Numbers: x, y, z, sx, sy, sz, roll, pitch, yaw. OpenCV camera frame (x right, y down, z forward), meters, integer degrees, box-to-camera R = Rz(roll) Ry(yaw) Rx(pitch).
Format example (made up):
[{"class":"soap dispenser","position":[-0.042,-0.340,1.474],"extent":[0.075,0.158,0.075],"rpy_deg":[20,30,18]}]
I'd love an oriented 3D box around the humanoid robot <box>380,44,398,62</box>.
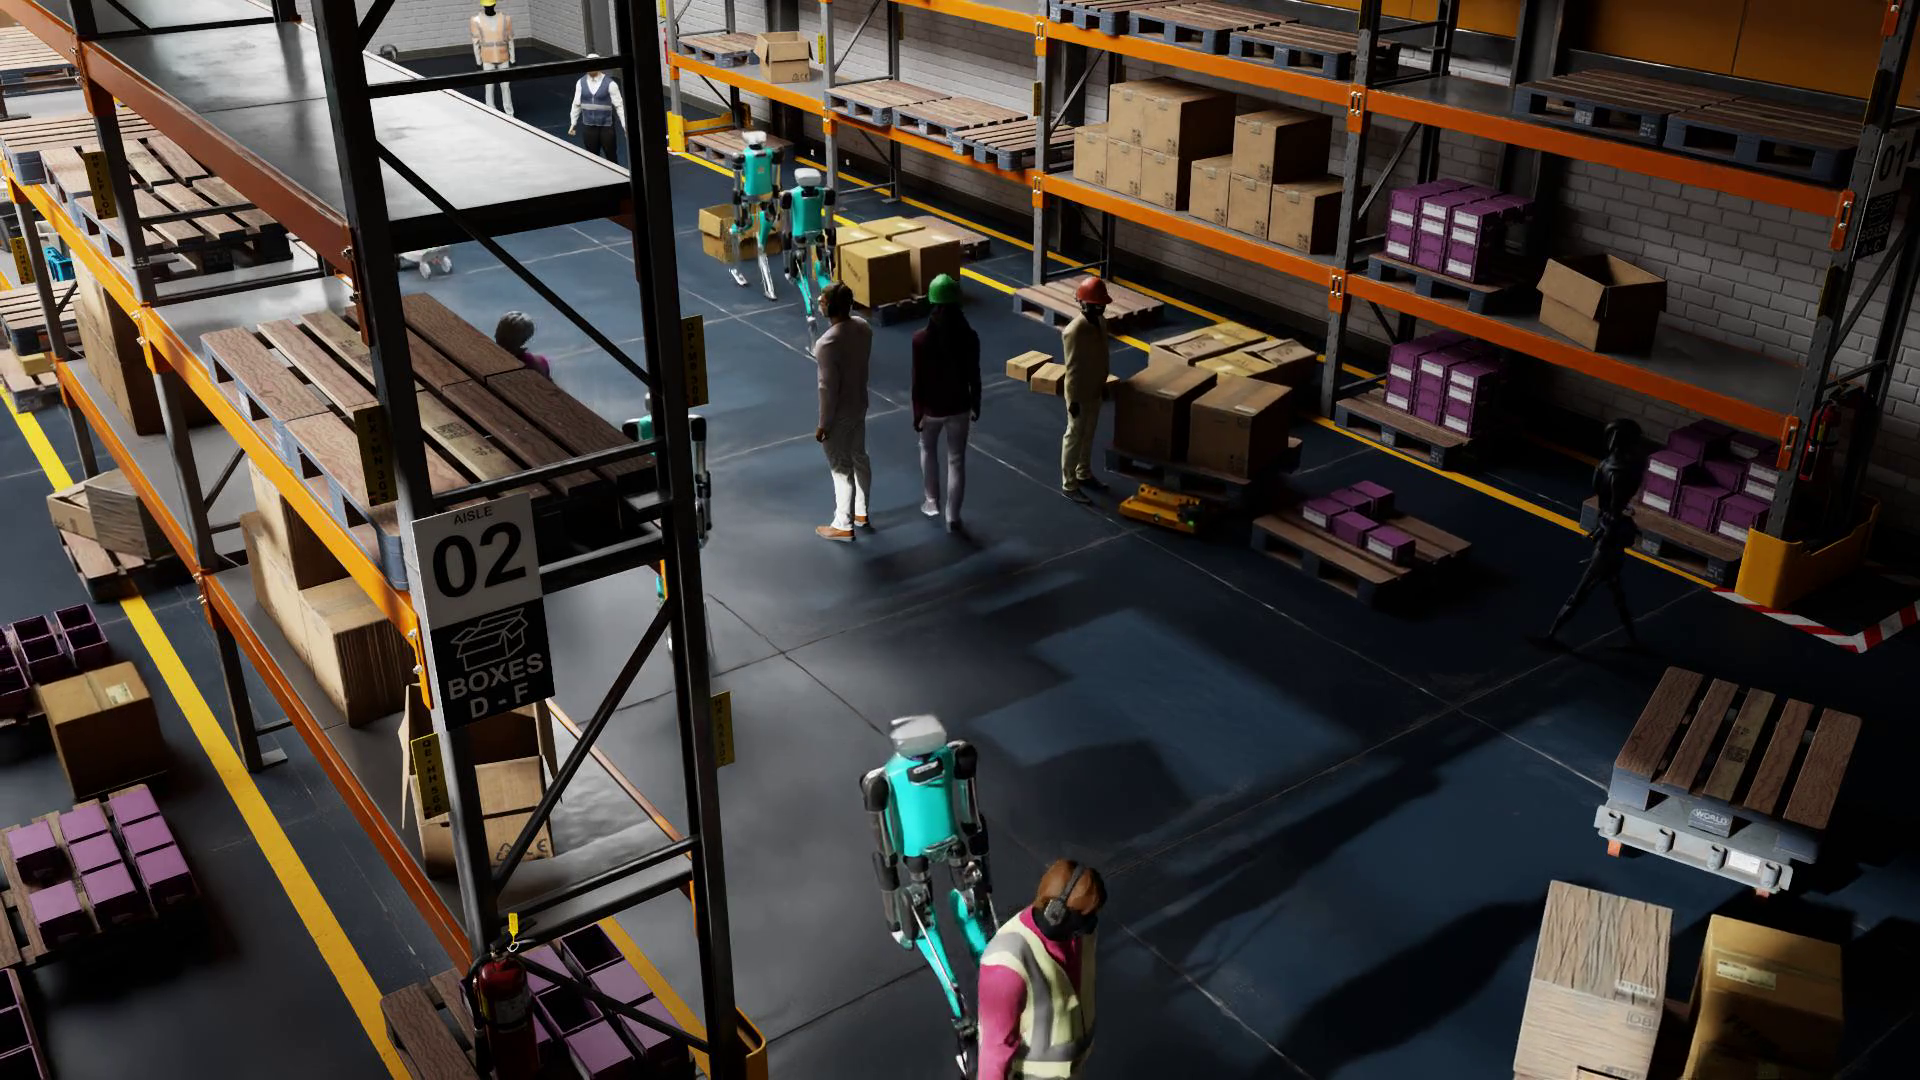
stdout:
[{"class":"humanoid robot","position":[-7.354,-5.580,21.530],"extent":[0.635,1.636,0.589],"rpy_deg":[-13,29,-23]}]

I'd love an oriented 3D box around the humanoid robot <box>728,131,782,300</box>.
[{"class":"humanoid robot","position":[-2.195,-3.389,17.142],"extent":[0.535,1.775,0.997],"rpy_deg":[-15,30,-27]}]

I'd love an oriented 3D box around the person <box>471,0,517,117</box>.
[{"class":"person","position":[-6.679,-6.922,23.920],"extent":[0.584,1.919,0.378],"rpy_deg":[-10,28,-20]}]

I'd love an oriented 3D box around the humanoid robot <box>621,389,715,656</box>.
[{"class":"humanoid robot","position":[-1.781,0.023,10.415],"extent":[0.544,1.854,0.779],"rpy_deg":[-7,27,-13]}]

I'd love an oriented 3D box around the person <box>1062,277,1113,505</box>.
[{"class":"person","position":[0.976,-1.149,12.617],"extent":[0.325,1.752,0.562],"rpy_deg":[15,30,27]}]

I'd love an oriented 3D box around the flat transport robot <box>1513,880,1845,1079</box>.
[{"class":"flat transport robot","position":[2.916,2.528,6.959],"extent":[0.659,0.231,1.431],"rpy_deg":[11,29,21]}]

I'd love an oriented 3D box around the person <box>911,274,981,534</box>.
[{"class":"person","position":[-0.099,-1.001,12.132],"extent":[0.515,1.929,0.594],"rpy_deg":[-1,27,-2]}]

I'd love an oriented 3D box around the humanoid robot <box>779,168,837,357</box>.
[{"class":"humanoid robot","position":[-1.280,-2.415,15.245],"extent":[0.546,1.861,0.835],"rpy_deg":[-12,29,-22]}]

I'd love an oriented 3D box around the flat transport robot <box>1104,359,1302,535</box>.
[{"class":"flat transport robot","position":[1.865,-0.449,12.880],"extent":[0.659,0.231,1.431],"rpy_deg":[17,31,30]}]

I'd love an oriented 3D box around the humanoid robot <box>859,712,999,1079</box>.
[{"class":"humanoid robot","position":[-0.017,1.654,7.090],"extent":[0.556,1.768,0.815],"rpy_deg":[-14,30,-26]}]

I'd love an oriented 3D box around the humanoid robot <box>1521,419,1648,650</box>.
[{"class":"humanoid robot","position":[4.073,-0.022,10.516],"extent":[0.789,1.620,0.609],"rpy_deg":[8,28,16]}]

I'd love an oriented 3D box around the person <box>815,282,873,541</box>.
[{"class":"person","position":[-0.850,-0.925,11.971],"extent":[0.373,1.940,0.628],"rpy_deg":[11,29,21]}]

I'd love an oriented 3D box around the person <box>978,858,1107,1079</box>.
[{"class":"person","position":[0.238,1.962,6.372],"extent":[0.617,1.809,0.683],"rpy_deg":[20,33,34]}]

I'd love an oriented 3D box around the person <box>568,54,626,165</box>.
[{"class":"person","position":[-4.430,-5.086,20.450],"extent":[0.762,1.753,0.449],"rpy_deg":[2,27,4]}]

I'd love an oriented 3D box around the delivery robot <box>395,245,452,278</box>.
[{"class":"delivery robot","position":[-5.871,-3.170,17.977],"extent":[0.801,0.598,0.499],"rpy_deg":[19,33,33]}]

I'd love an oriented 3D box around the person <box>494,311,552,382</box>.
[{"class":"person","position":[-3.177,-0.766,11.787],"extent":[0.632,1.819,0.524],"rpy_deg":[-10,28,-19]}]
